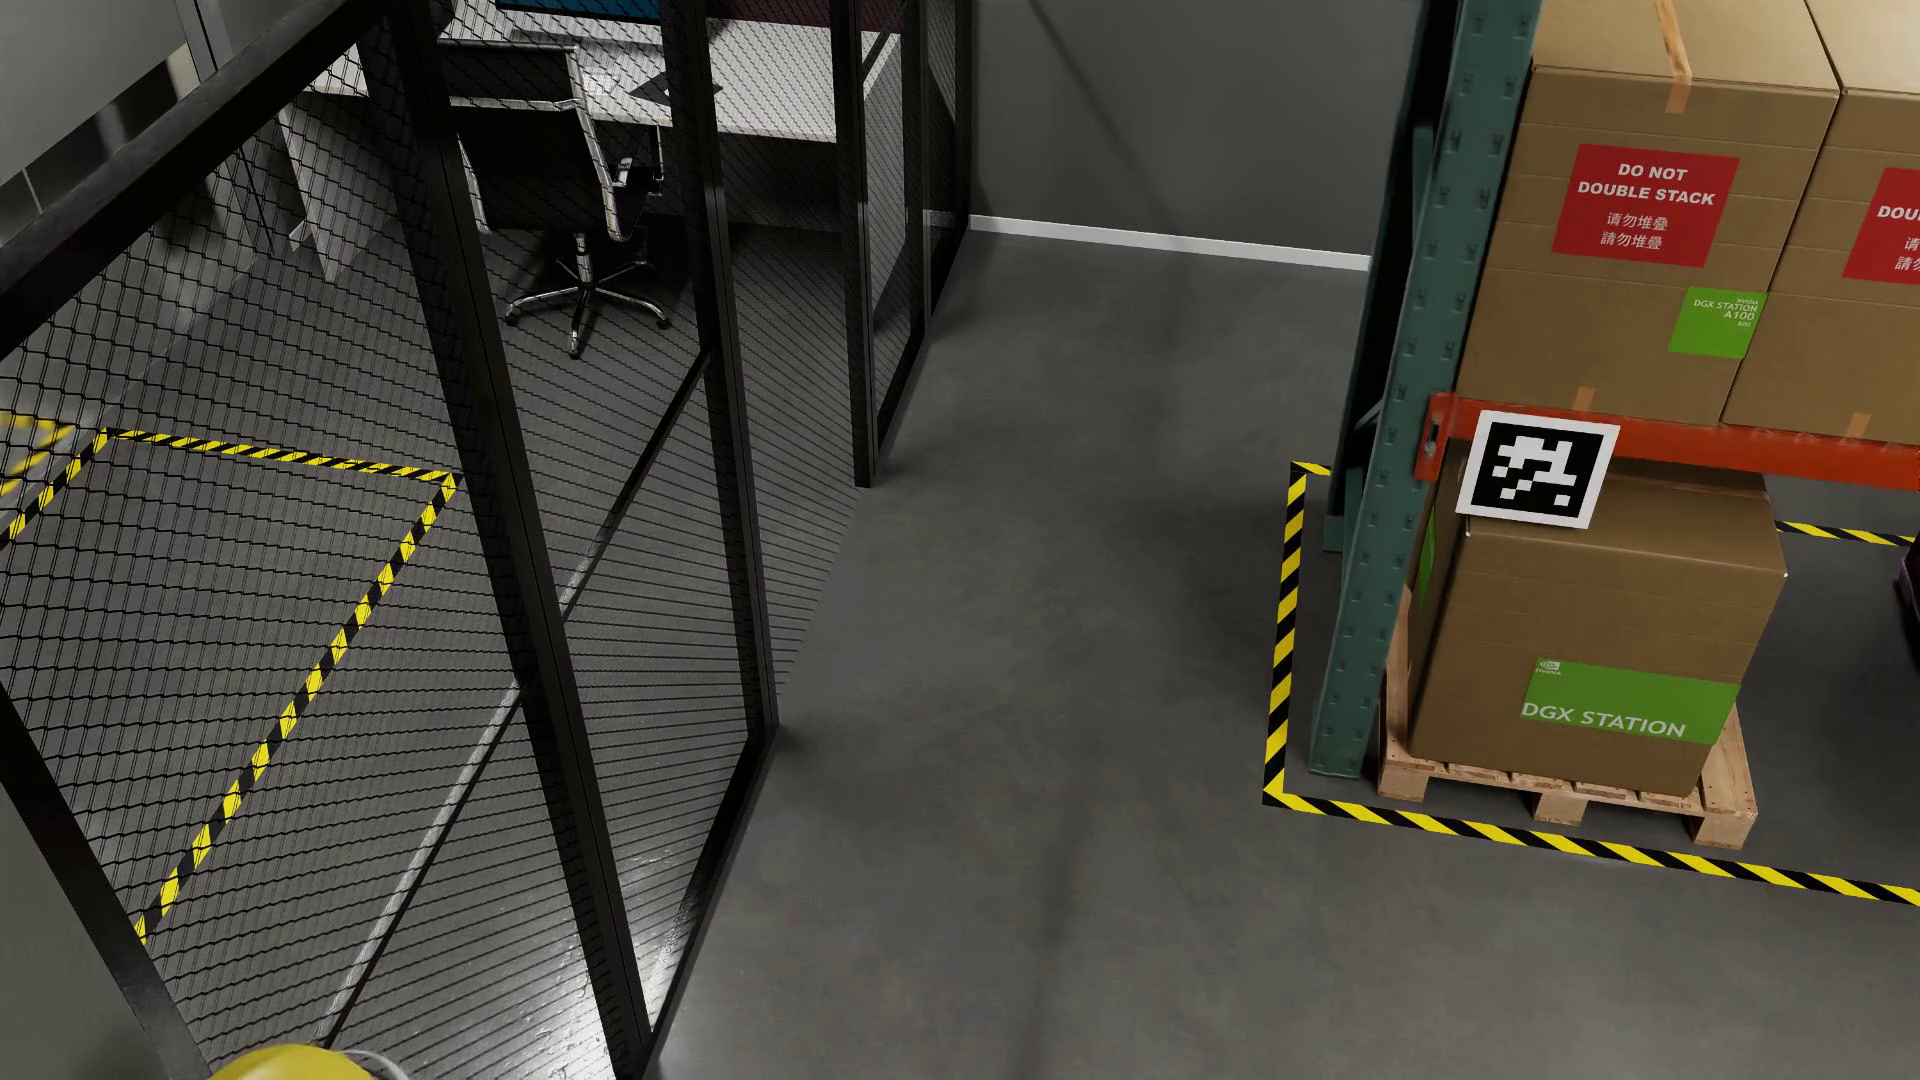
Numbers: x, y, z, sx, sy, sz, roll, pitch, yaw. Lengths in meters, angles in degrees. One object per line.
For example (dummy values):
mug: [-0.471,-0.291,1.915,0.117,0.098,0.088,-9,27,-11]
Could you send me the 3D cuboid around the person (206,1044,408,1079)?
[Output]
person: [-0.677,1.220,2.173,0.591,1.833,0.403,13,43,14]
